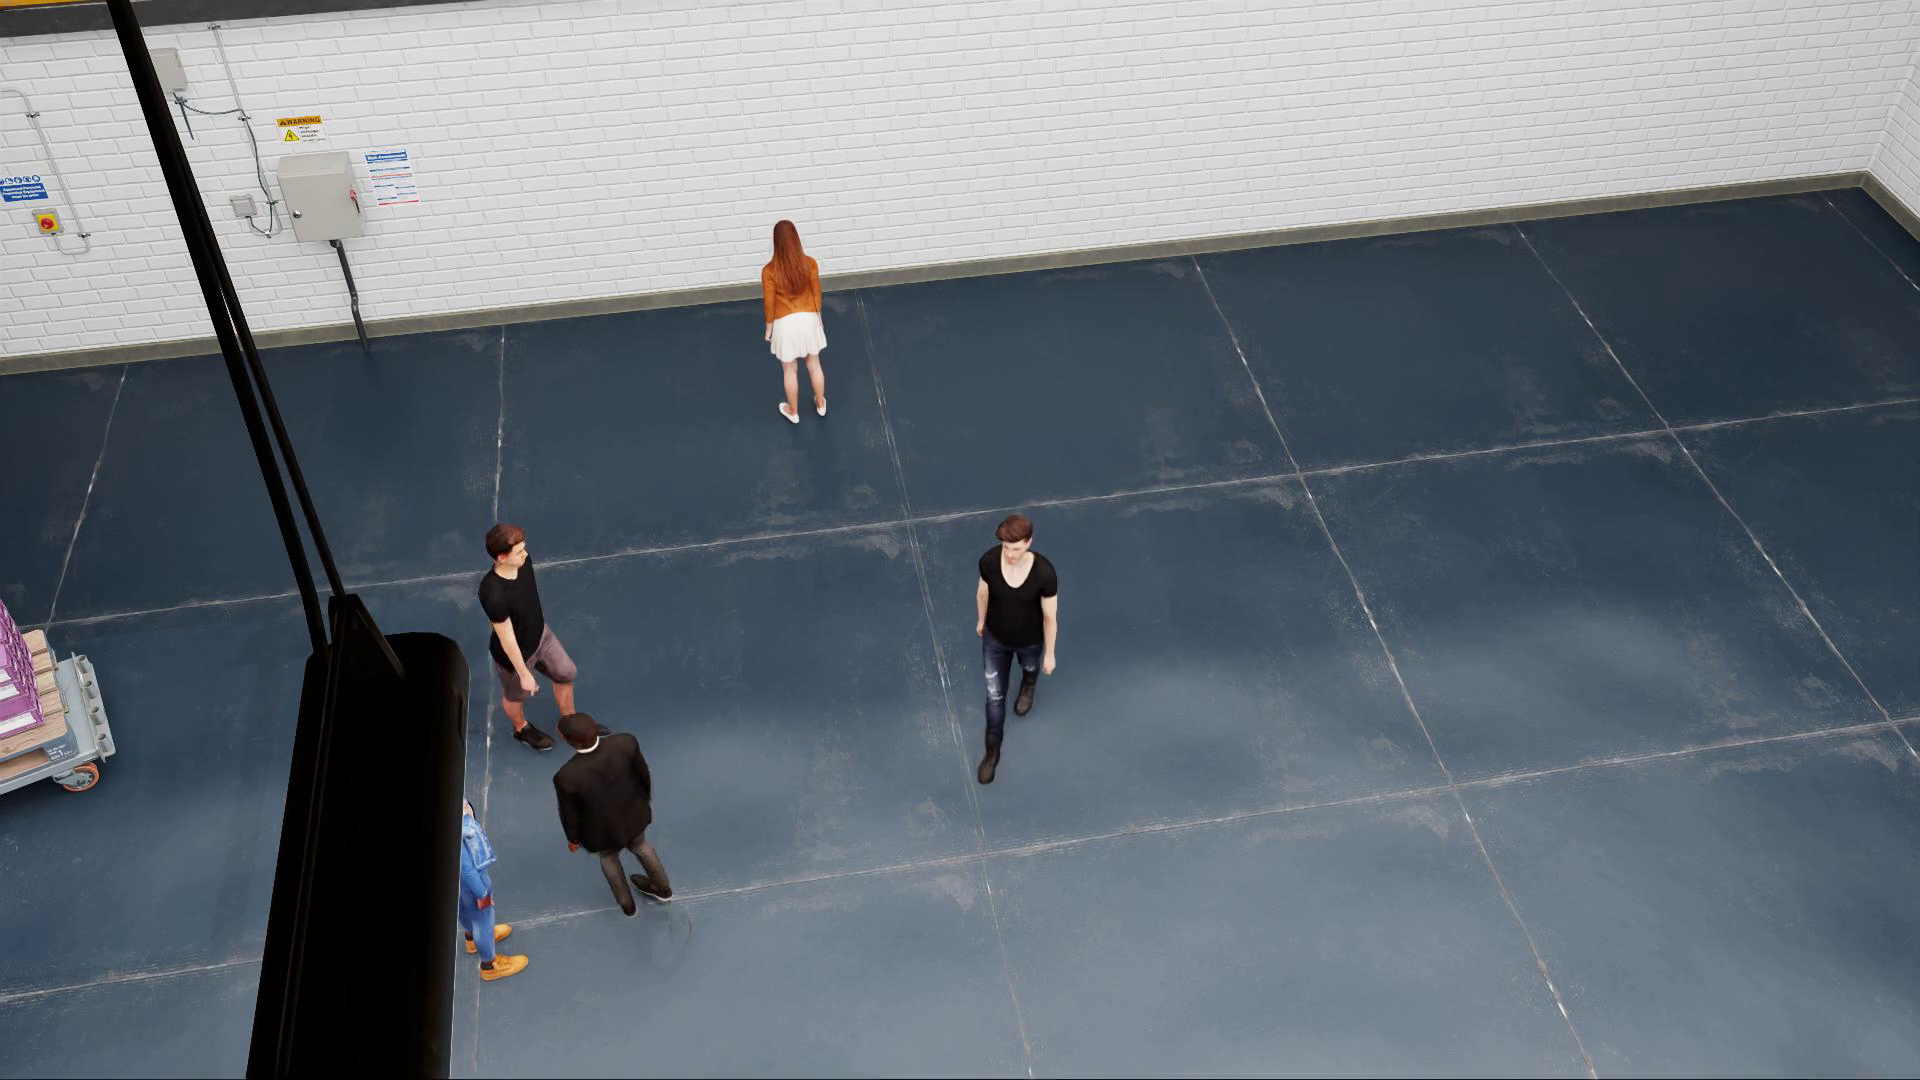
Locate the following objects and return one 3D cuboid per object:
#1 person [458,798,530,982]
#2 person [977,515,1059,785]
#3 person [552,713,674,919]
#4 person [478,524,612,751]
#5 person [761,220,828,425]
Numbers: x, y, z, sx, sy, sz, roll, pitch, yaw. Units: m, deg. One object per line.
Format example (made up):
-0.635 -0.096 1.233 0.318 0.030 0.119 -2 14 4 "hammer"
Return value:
-2.665 1.769 8.913 0.718 1.711 0.570 -23 48 -22 "person"
0.370 0.512 10.130 1.044 1.853 1.305 11 45 12 "person"
-1.868 1.574 9.071 0.810 1.776 0.817 -20 47 -20 "person"
-2.735 0.597 10.050 0.973 1.840 0.945 15 46 15 "person"
-1.231 -1.616 12.461 0.653 1.717 0.625 -15 46 -15 "person"
